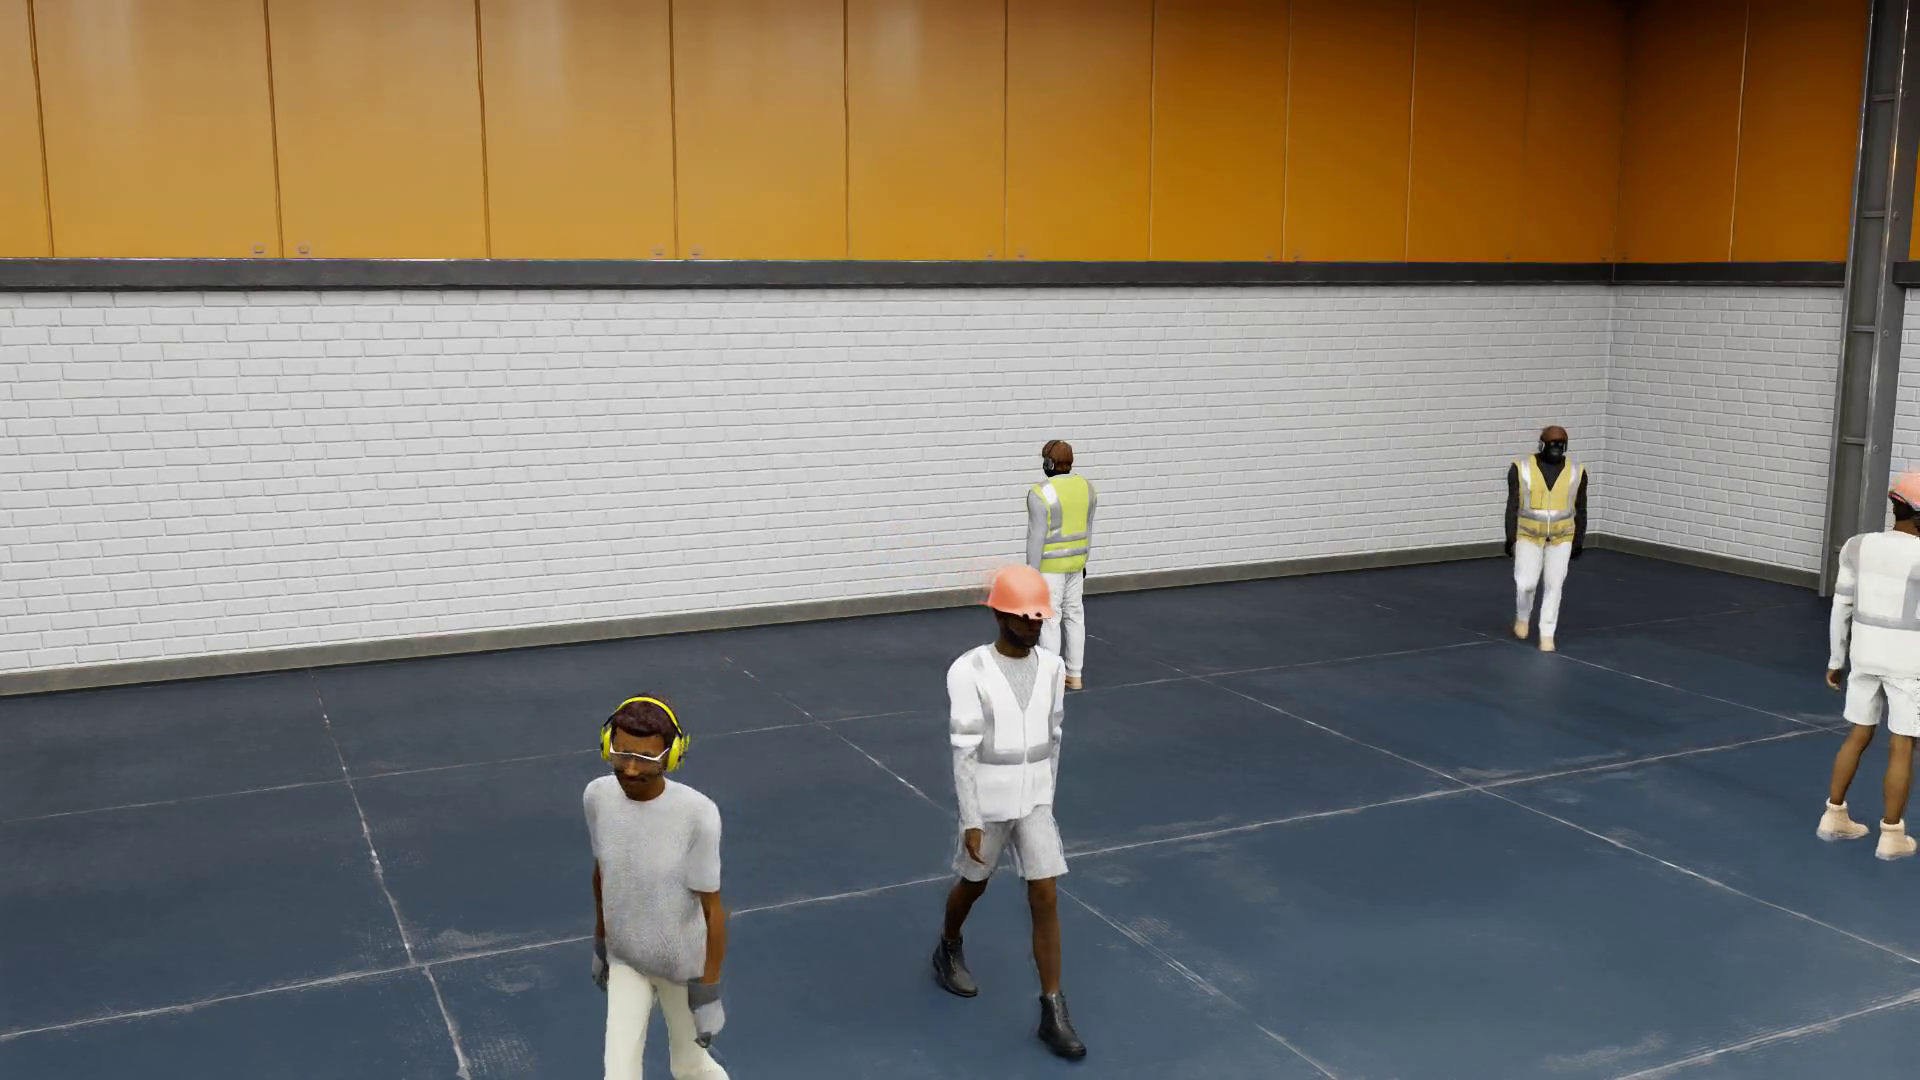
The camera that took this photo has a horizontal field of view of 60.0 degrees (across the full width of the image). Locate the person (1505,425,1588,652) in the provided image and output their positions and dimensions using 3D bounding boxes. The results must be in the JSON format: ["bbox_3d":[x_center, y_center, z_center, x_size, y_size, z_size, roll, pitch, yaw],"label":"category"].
[{"bbox_3d":[4.698,-0.017,13.339,0.637,1.825,0.447,2,9,11],"label":"person"}]

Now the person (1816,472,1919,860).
[{"bbox_3d":[4.850,0.649,8.653,0.410,2.017,0.653,-5,10,-28],"label":"person"}]

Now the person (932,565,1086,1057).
[{"bbox_3d":[0.182,1.021,6.689,0.542,1.899,0.977,-4,10,-24],"label":"person"}]

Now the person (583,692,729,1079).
[{"bbox_3d":[-0.946,1.313,5.192,0.563,1.806,0.939,3,10,17],"label":"person"}]

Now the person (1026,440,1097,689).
[{"bbox_3d":[0.689,0.196,11.972,0.627,1.844,0.429,-8,12,-42],"label":"person"}]
